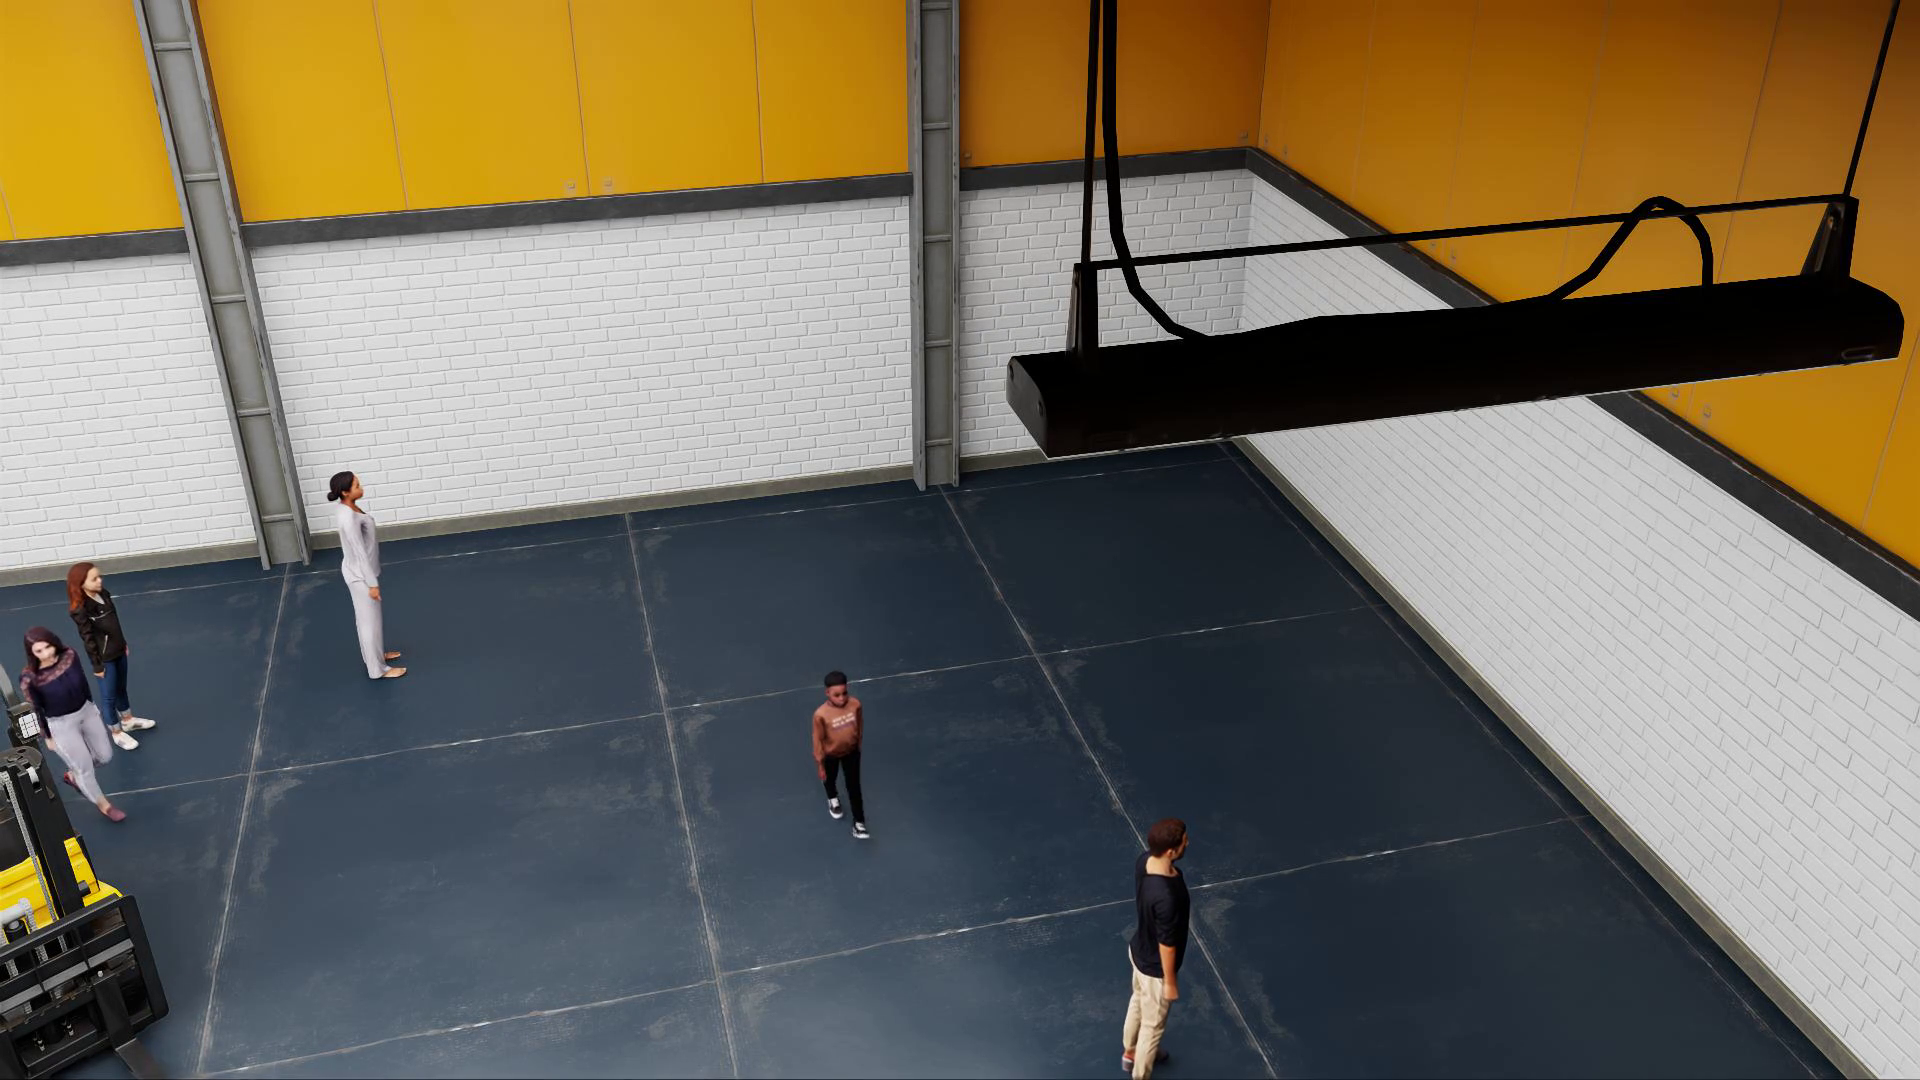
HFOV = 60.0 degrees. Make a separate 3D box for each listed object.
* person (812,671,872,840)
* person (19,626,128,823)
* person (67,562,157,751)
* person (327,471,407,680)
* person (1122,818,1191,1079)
[{"bbox_3d":[-0.848,1.405,11.381,0.827,1.223,0.651,-11,30,-19],"label":"person"},{"bbox_3d":[-6.074,1.246,11.287,0.904,1.593,0.833,10,30,18],"label":"person"},{"bbox_3d":[-6.260,0.821,12.179,0.596,1.485,0.612,1,29,1],"label":"person"},{"bbox_3d":[-4.660,0.257,12.949,0.603,1.737,0.666,-13,31,-23],"label":"person"},{"bbox_3d":[1.057,2.288,9.105,0.556,1.853,0.656,-4,29,-7],"label":"person"}]
